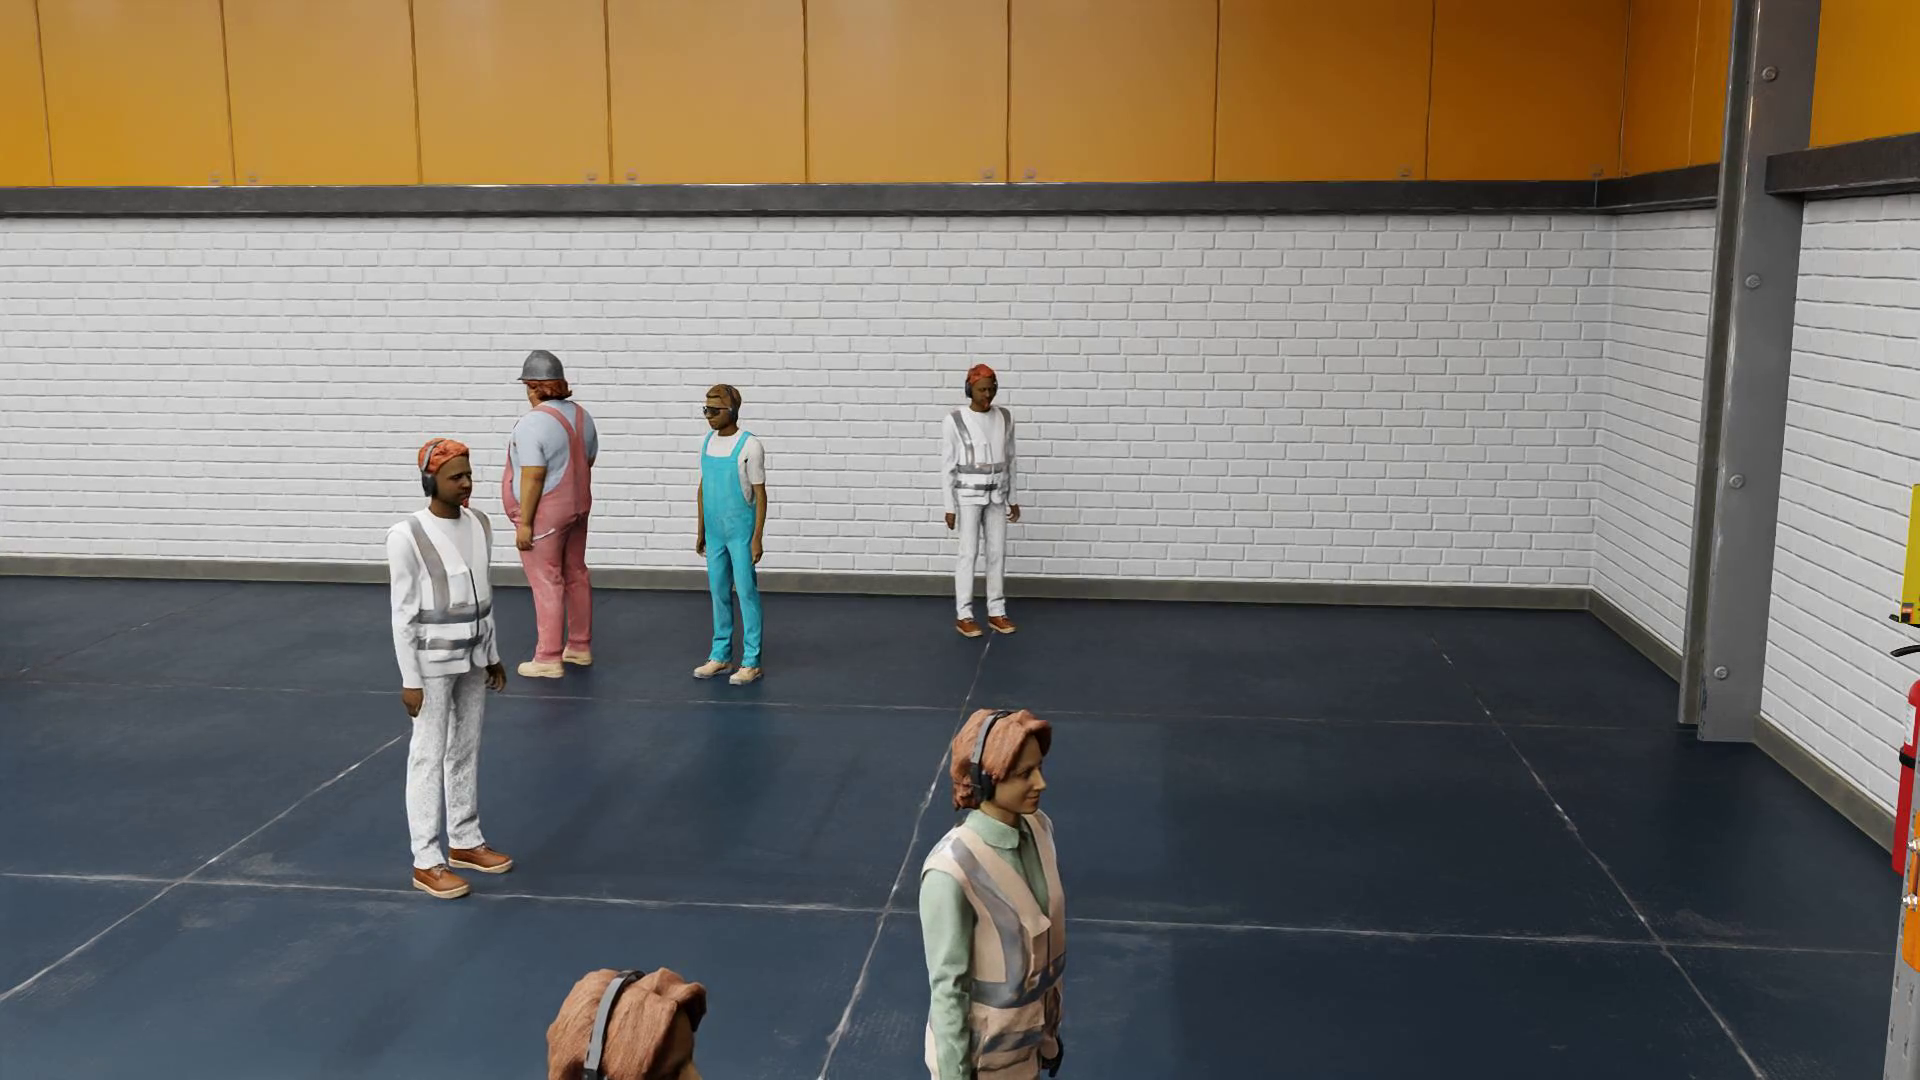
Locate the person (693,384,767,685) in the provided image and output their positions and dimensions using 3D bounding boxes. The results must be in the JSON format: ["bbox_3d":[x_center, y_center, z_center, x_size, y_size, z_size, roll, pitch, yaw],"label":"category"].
[{"bbox_3d":[-1.408,-0.036,10.177,0.517,1.843,0.326,7,12,33],"label":"person"}]

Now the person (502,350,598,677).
[{"bbox_3d":[-2.594,-0.173,10.401,0.537,2.000,0.689,4,11,21],"label":"person"}]

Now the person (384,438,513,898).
[{"bbox_3d":[-2.114,0.516,6.914,0.358,1.882,0.574,4,11,23],"label":"person"}]

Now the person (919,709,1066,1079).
[{"bbox_3d":[0.079,1.182,3.796,0.309,1.638,0.511,5,11,26],"label":"person"}]

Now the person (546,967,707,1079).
[{"bbox_3d":[-0.477,1.414,2.466,0.308,1.641,0.514,1,10,8],"label":"person"}]

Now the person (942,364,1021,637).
[{"bbox_3d":[0.141,-0.272,11.443,0.588,1.876,0.353,-6,12,-30],"label":"person"}]
